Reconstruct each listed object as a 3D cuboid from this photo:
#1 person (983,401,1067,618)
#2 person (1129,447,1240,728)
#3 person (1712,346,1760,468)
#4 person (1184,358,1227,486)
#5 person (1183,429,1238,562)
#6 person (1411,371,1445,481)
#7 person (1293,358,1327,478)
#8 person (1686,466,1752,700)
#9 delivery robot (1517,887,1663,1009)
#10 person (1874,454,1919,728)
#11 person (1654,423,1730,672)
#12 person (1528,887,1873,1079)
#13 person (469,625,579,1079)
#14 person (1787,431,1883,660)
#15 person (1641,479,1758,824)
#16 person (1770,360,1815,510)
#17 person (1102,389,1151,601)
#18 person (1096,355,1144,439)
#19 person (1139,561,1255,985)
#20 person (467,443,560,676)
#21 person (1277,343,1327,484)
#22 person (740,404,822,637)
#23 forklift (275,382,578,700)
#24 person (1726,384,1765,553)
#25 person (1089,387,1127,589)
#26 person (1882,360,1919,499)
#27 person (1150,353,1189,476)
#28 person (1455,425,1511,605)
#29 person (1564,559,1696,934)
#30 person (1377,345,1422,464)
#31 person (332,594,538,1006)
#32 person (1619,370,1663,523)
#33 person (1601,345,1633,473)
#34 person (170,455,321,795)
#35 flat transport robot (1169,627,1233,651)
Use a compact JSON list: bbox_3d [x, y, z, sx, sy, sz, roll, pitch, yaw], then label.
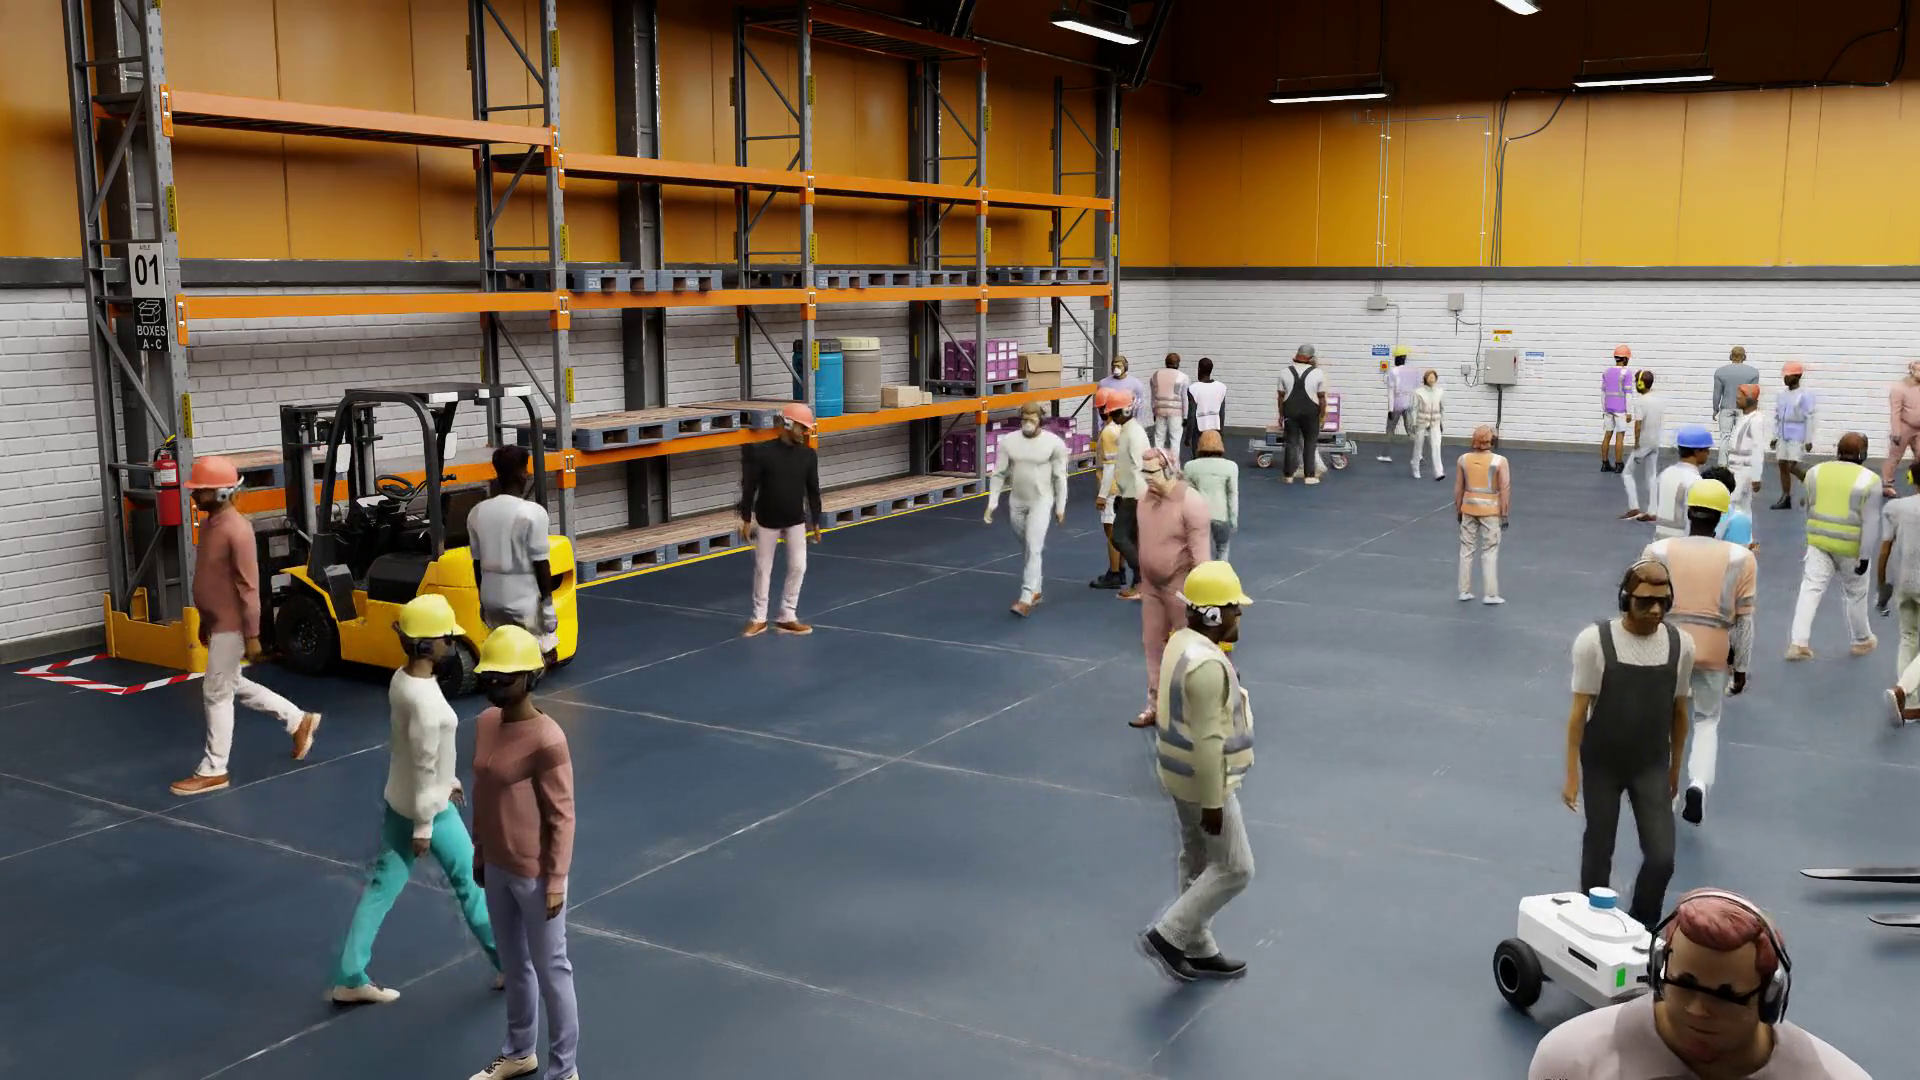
[{"bbox_3d":[0.582,-0.282,14.682,0.666,1.881,1.006,4,10,25],"label":"person"},{"bbox_3d":[1.485,0.304,11.131,0.780,1.870,0.693,-6,11,-34],"label":"person"},{"bbox_3d":[11.567,-1.926,24.837,0.627,1.934,0.372,4,10,24],"label":"person"},{"bbox_3d":[3.194,-1.411,21.666,0.592,1.920,0.392,-5,10,-28],"label":"person"},{"bbox_3d":[2.258,-0.196,15.026,0.522,1.607,0.623,2,9,15],"label":"person"},{"bbox_3d":[6.821,-1.662,24.214,0.536,1.600,0.862,-1,9,-4],"label":"person"},{"bbox_3d":[5.102,-1.781,24.308,0.457,1.820,0.637,-1,9,-8],"label":"person"},{"bbox_3d":[5.277,0.313,11.616,0.398,1.681,0.550,-2,9,-11],"label":"person"},{"bbox_3d":[2.549,1.631,6.628,0.477,0.478,0.707,-2,9,-15],"label":"delivery robot"},{"bbox_3d":[6.314,0.339,10.965,0.701,1.848,0.524,-7,11,-37],"label":"person"},{"bbox_3d":[5.397,0.066,12.506,0.977,1.905,0.619,-1,9,-6],"label":"person"},{"bbox_3d":[1.361,1.567,3.120,0.650,1.904,0.401,3,10,18],"label":"person"},{"bbox_3d":[-1.590,1.173,5.996,0.533,1.772,0.297,8,12,40],"label":"person"},{"bbox_3d":[6.863,0.049,12.977,0.986,1.796,0.638,-7,11,-35],"label":"person"},{"bbox_3d":[3.973,0.622,9.033,0.592,1.906,0.587,4,10,24],"label":"person"},{"bbox_3d":[10.604,-1.325,21.135,0.548,1.925,0.555,-3,9,-16],"label":"person"},{"bbox_3d":[1.540,-0.402,15.252,0.501,1.954,0.636,0,9,1],"label":"person"},{"bbox_3d":[2.110,-1.487,22.074,0.636,1.938,0.358,3,10,19],"label":"person"},{"bbox_3d":[1.028,0.988,6.979,0.413,1.822,0.614,0,9,-3],"label":"person"},{"bbox_3d":[-2.810,0.370,10.436,0.640,1.952,0.492,4,10,26],"label":"person"},{"bbox_3d":[4.919,-1.827,23.880,0.701,2.000,0.535,5,10,26],"label":"person"},{"bbox_3d":[-1.494,-0.157,13.782,0.687,1.947,0.490,-5,10,-26],"label":"person"},{"bbox_3d":[-3.974,-0.067,12.417,2.313,2.155,1.214,5,11,30],"label":"forklift"},{"bbox_3d":[8.173,-0.703,17.403,0.430,1.868,0.581,3,10,19],"label":"person"},{"bbox_3d":[1.427,-0.493,15.907,0.374,1.928,0.542,4,10,23],"label":"person"},{"bbox_3d":[12.612,-1.430,21.939,0.675,1.859,0.978,-2,9,-12],"label":"person"},{"bbox_3d":[3.137,-1.867,24.786,0.617,1.836,0.431,5,11,30],"label":"person"},{"bbox_3d":[4.756,-0.228,15.153,0.522,1.636,0.310,9,13,44],"label":"person"},{"bbox_3d":[2.818,0.977,7.052,0.533,1.829,0.456,1,9,7],"label":"person"},{"bbox_3d":[7.023,-2.139,26.341,0.607,1.884,0.986,-3,10,-20],"label":"person"},{"bbox_3d":[-2.172,1.067,6.831,0.912,1.723,0.525,-6,11,-31],"label":"person"},{"bbox_3d":[8.264,-1.131,20.141,0.529,1.844,0.581,-4,10,-25],"label":"person"},{"bbox_3d":[9.939,-1.974,25.118,0.374,1.939,0.545,-4,10,-25],"label":"person"},{"bbox_3d":[-4.235,0.469,9.769,0.832,1.973,0.626,-7,11,-37],"label":"person"},{"bbox_3d":[1.924,0.668,13.811,0.652,0.197,1.431,1,9,8],"label":"flat transport robot"}]
